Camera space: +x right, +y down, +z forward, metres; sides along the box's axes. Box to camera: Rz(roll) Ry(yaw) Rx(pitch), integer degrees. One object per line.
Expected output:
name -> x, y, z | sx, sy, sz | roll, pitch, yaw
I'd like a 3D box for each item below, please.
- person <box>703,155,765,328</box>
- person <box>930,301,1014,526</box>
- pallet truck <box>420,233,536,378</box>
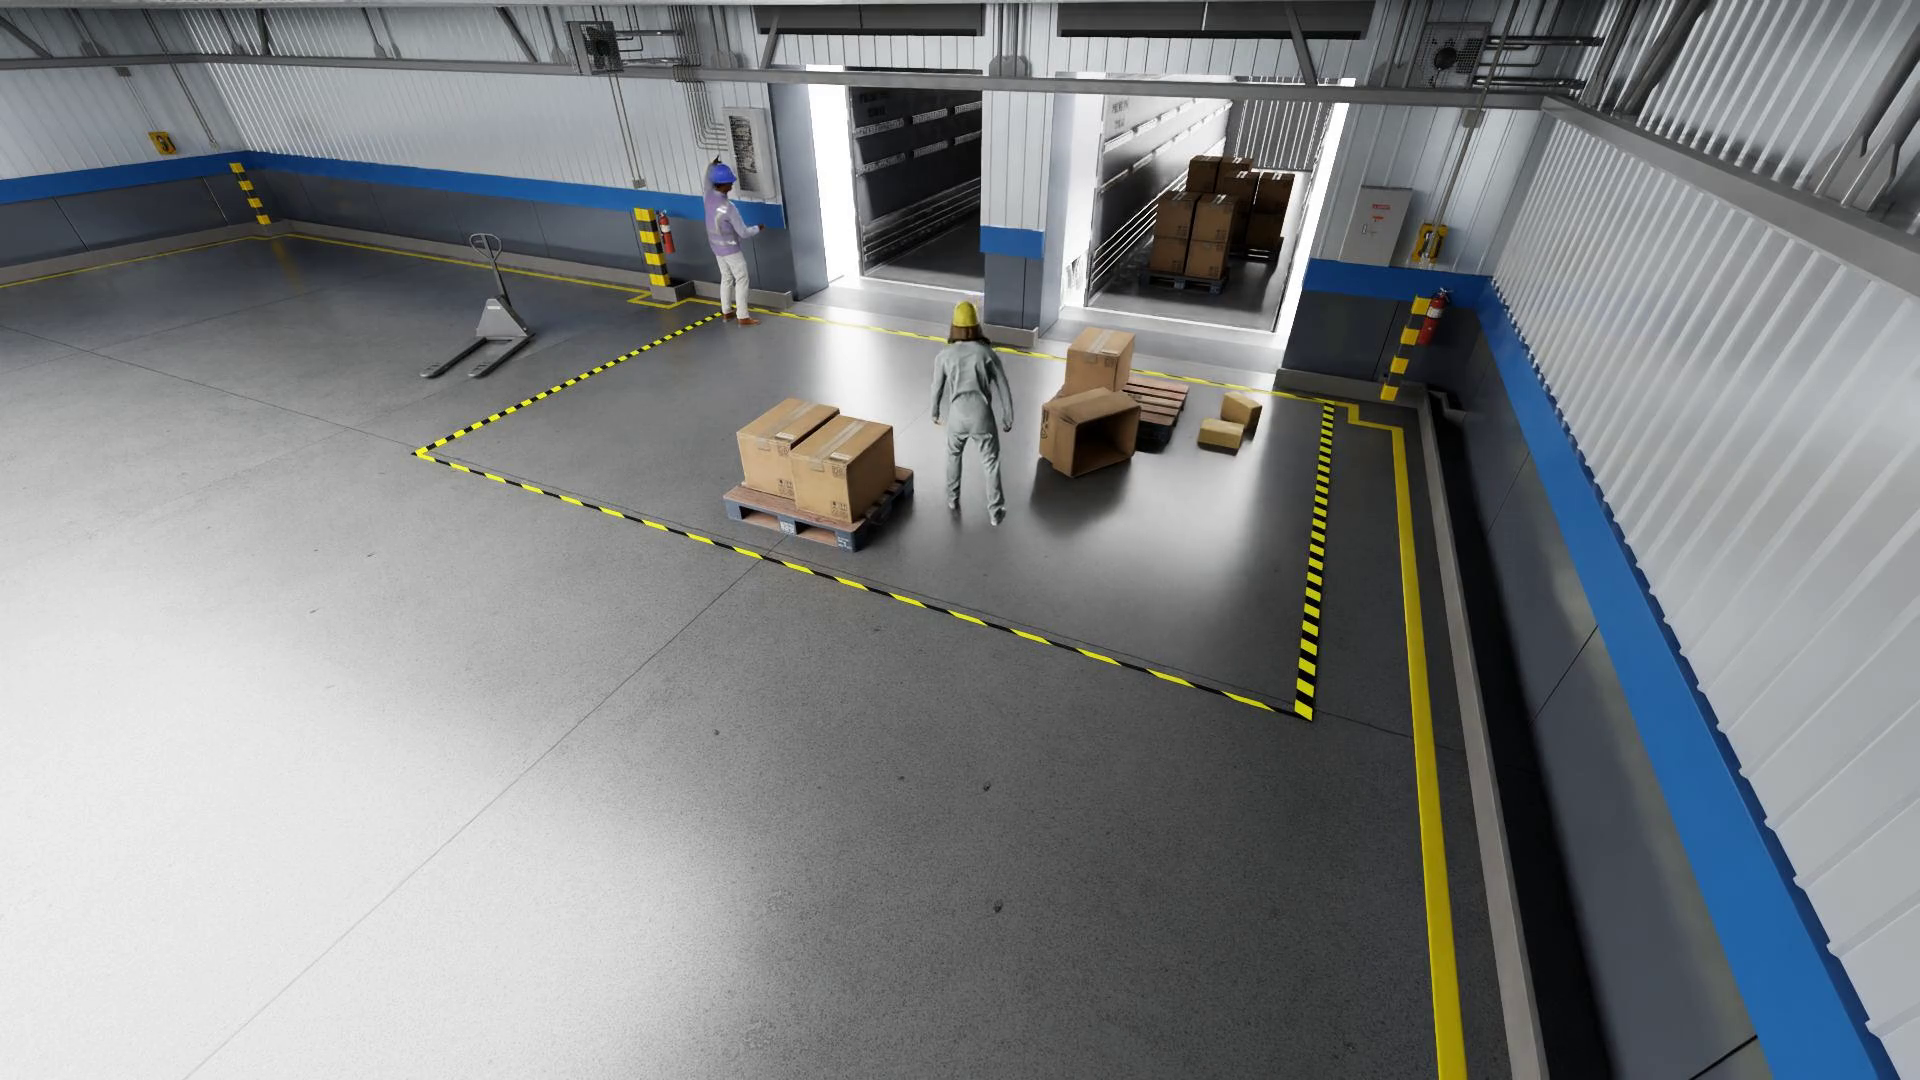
person -> -2.928, -3.781, 9.353 | 1.058, 1.909, 0.690 | 30, 45, 35
person -> 0.083, -0.941, 5.602 | 0.653, 1.652, 0.575 | 4, 36, 6
pallet truck -> -5.664, -2.712, 8.427 | 0.680, 1.201, 1.601 | 0, 35, -1
